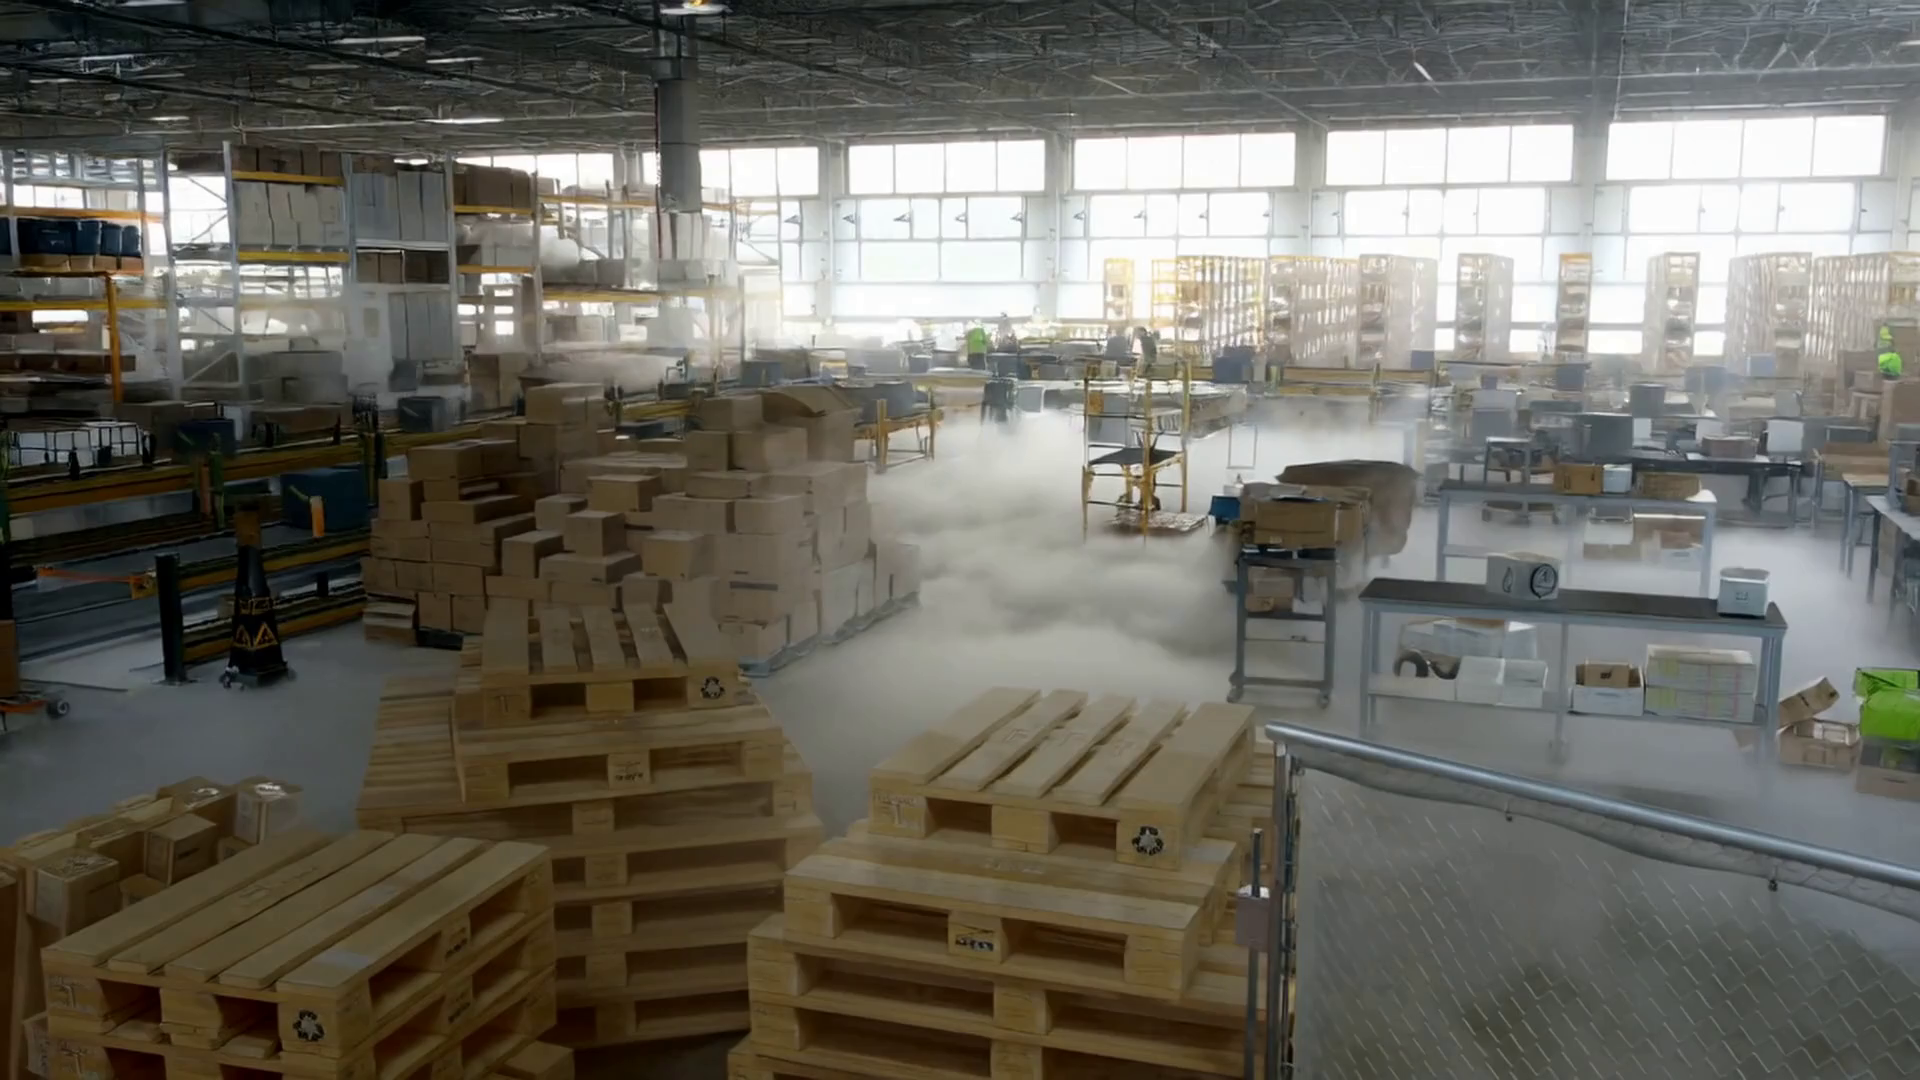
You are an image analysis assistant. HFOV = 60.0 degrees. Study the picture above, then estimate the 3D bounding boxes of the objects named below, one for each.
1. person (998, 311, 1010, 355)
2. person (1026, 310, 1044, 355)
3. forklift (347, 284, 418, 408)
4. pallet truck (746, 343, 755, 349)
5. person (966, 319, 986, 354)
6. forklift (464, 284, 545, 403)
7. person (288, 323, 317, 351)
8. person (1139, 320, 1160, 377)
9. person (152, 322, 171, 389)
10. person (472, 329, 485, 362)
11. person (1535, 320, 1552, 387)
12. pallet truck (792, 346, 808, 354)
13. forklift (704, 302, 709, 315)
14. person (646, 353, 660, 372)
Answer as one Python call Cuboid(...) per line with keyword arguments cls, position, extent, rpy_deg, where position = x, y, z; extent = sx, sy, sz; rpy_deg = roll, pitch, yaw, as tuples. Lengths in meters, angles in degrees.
Cuboid(cls="person", position=(1.638, -7.522, 60.914), extent=(0.485, 1.735, 0.343), rpy_deg=(-5, 10, -27))
Cuboid(cls="person", position=(2.492, -6.617, 54.737), extent=(0.662, 1.886, 0.459), rpy_deg=(-3, 10, -19))
Cuboid(cls="forklift", position=(-13.587, -4.512, 38.418), extent=(1.129, 2.768, 1.873), rpy_deg=(3, 10, 20))
Cuboid(cls="pallet truck", position=(-6.183, -4.618, 44.264), extent=(1.601, 1.201, 0.680), rpy_deg=(-9, 12, -43))
Cuboid(cls="person", position=(0.465, -5.192, 45.971), extent=(0.600, 1.829, 0.404), rpy_deg=(5, 10, 28))
Cuboid(cls="forklift", position=(-10.832, -4.702, 39.610), extent=(1.129, 2.768, 1.873), rpy_deg=(3, 10, 20))
Cuboid(cls="person", position=(-15.546, -4.178, 39.394), extent=(0.639, 1.902, 0.406), rpy_deg=(-3, 10, -20))
Cuboid(cls="person", position=(5.048, -4.936, 44.328), extent=(0.572, 1.840, 0.373), rpy_deg=(0, 9, -1))
Cuboid(cls="person", position=(-20.881, -4.799, 43.537), extent=(0.576, 1.822, 0.778), rpy_deg=(3, 10, 21))
Cuboid(cls="person", position=(-12.045, -4.477, 41.938), extent=(0.532, 1.689, 0.322), rpy_deg=(-9, 13, -44))
Cuboid(cls="person", position=(15.767, -5.019, 44.895), extent=(0.591, 1.829, 0.404), rpy_deg=(-8, 12, -39))
Cuboid(cls="pallet truck", position=(-3.705, -4.298, 42.022), extent=(0.653, 1.274, 1.630), rpy_deg=(3, 10, 20))
Cuboid(cls="forklift", position=(-8.194, -6.673, 51.986), extent=(1.129, 2.768, 1.873), rpy_deg=(-8, 12, -40))
Cuboid(cls="person", position=(-7.590, -4.608, 42.011), extent=(0.732, 1.917, 0.527), rpy_deg=(-5, 10, -29))
